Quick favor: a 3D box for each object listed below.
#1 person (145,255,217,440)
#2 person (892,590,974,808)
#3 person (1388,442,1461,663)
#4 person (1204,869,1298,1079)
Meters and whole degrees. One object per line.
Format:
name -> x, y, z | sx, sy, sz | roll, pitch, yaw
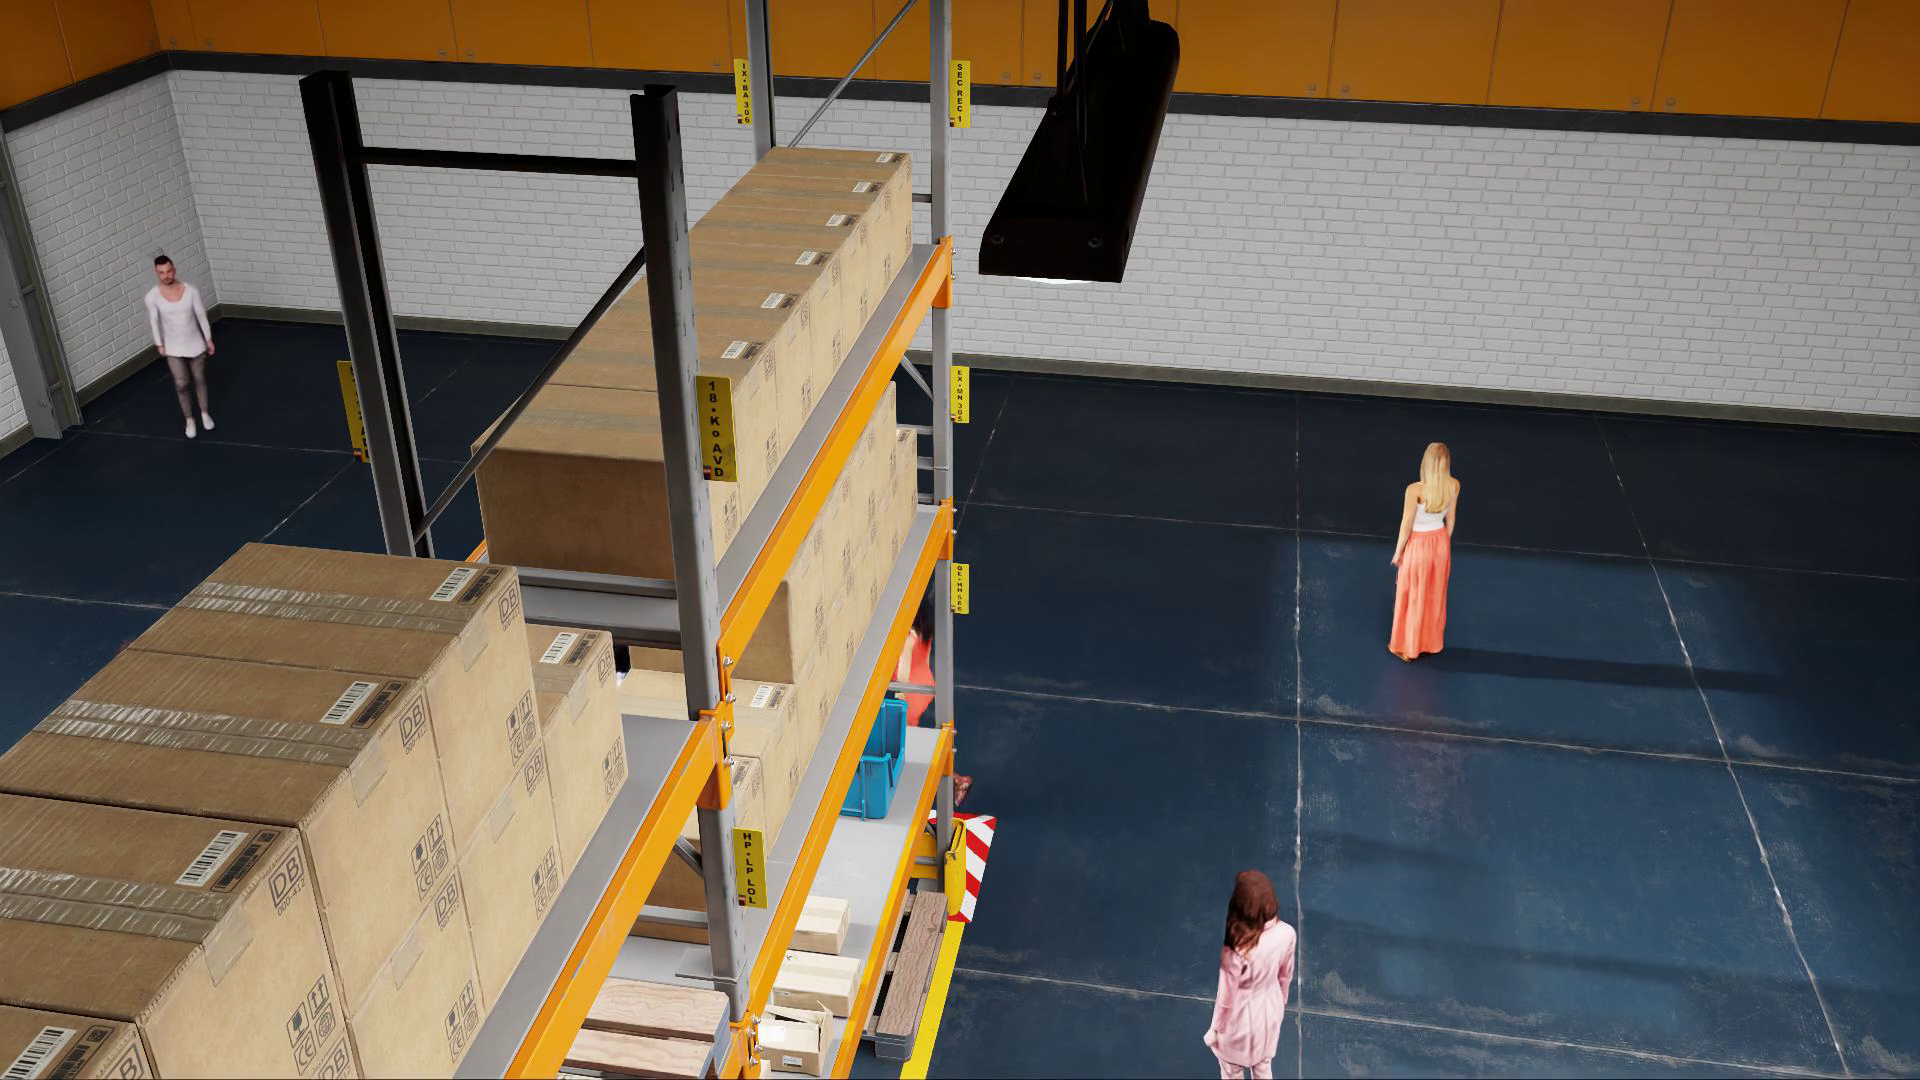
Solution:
person -> -7.629, -1.952, 16.344 | 0.822, 1.826, 0.878 | -17, 33, -28
person -> -0.240, 1.060, 10.951 | 0.738, 1.704, 0.928 | 7, 29, 13
person -> 3.527, 0.092, 12.623 | 0.723, 1.801, 0.726 | -8, 30, -14
person -> 1.456, 2.416, 8.362 | 0.690, 1.802, 0.717 | -14, 31, -23
